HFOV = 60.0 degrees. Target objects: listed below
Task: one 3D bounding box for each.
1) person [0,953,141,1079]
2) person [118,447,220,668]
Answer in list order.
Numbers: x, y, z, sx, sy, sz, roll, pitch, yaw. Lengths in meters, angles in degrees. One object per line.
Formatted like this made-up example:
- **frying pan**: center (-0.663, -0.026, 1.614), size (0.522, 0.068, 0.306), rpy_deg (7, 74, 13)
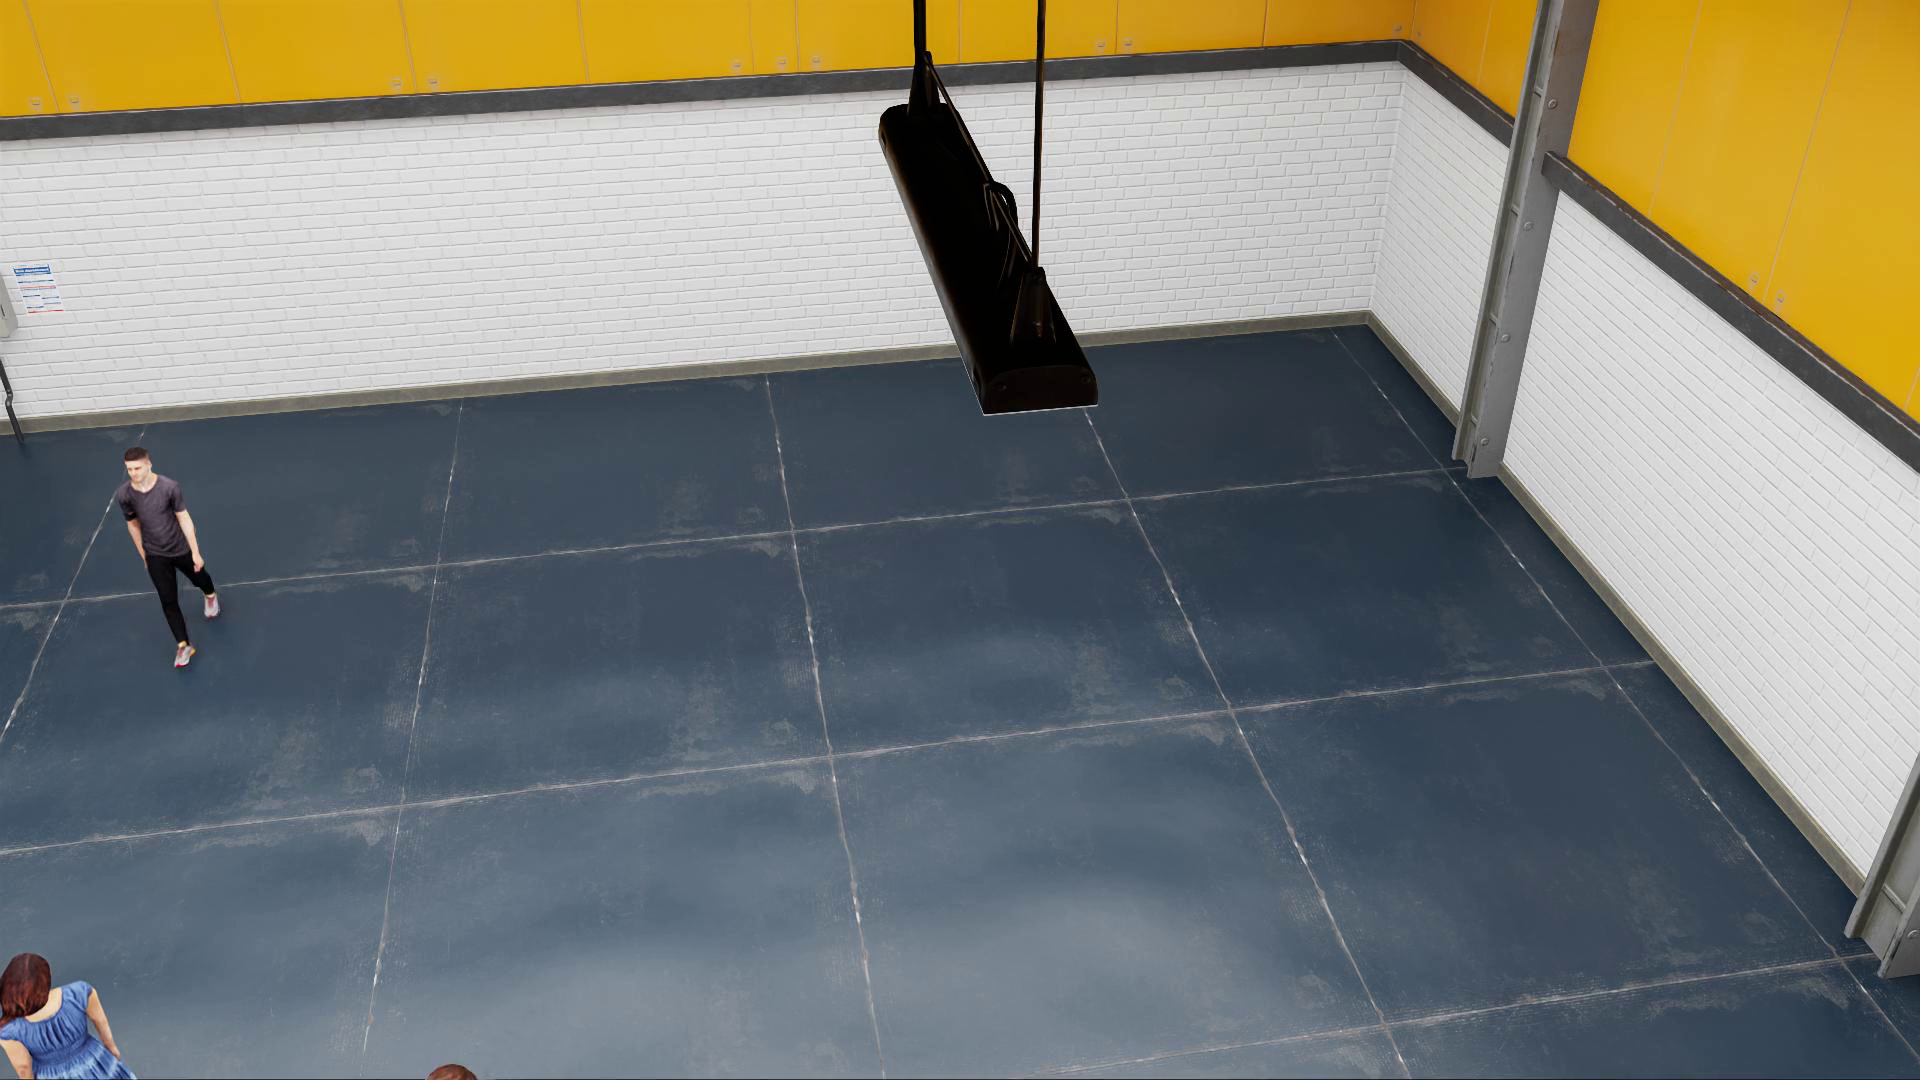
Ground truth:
- **person**: center (-4.515, 2.776, 8.523), size (0.762, 1.805, 0.781), rpy_deg (-29, 43, -36)
- **person**: center (-6.006, 0.030, 12.718), size (0.671, 1.734, 1.126), rpy_deg (-7, 34, -11)
